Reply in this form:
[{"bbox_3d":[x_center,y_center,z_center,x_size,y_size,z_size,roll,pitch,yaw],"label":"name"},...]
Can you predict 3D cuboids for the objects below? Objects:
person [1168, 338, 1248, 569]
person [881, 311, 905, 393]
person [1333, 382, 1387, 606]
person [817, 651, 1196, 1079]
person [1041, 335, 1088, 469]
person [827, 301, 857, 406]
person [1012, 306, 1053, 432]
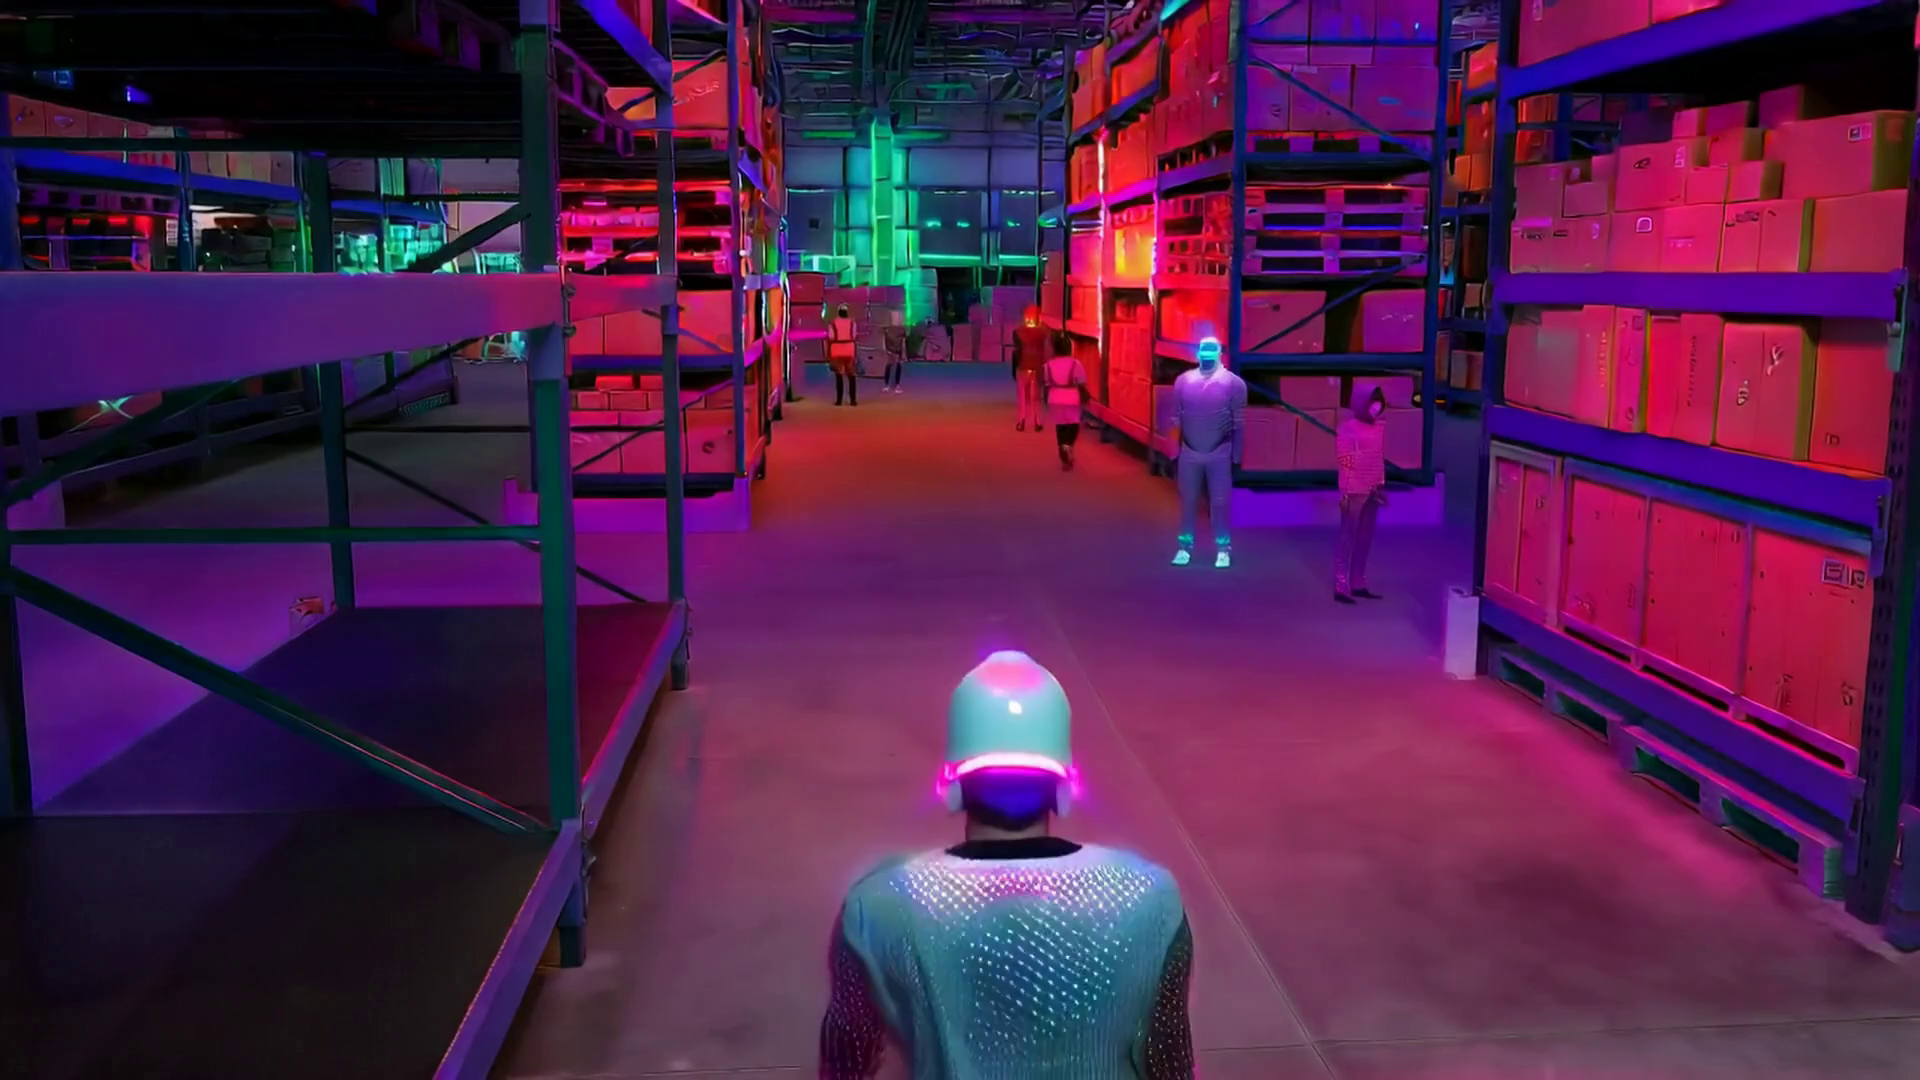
[{"bbox_3d":[2.021,-0.708,13.665,0.647,1.899,0.398,4,10,25],"label":"person"},{"bbox_3d":[-1.395,-3.859,34.164,0.613,1.678,0.323,-5,10,-30],"label":"person"},{"bbox_3d":[2.944,-0.339,12.159,0.507,1.631,0.276,-7,11,-38],"label":"person"},{"bbox_3d":[0.064,1.066,2.856,0.621,1.779,0.915,-1,9,-6],"label":"person"},{"bbox_3d":[1.267,-1.681,20.460,0.589,1.665,0.543,2,9,15],"label":"person"},{"bbox_3d":[-2.159,-3.410,30.512,0.543,1.932,0.376,0,9,0],"label":"person"},{"bbox_3d":[1.106,-2.631,25.603,0.635,1.935,0.350,2,9,10],"label":"person"}]
